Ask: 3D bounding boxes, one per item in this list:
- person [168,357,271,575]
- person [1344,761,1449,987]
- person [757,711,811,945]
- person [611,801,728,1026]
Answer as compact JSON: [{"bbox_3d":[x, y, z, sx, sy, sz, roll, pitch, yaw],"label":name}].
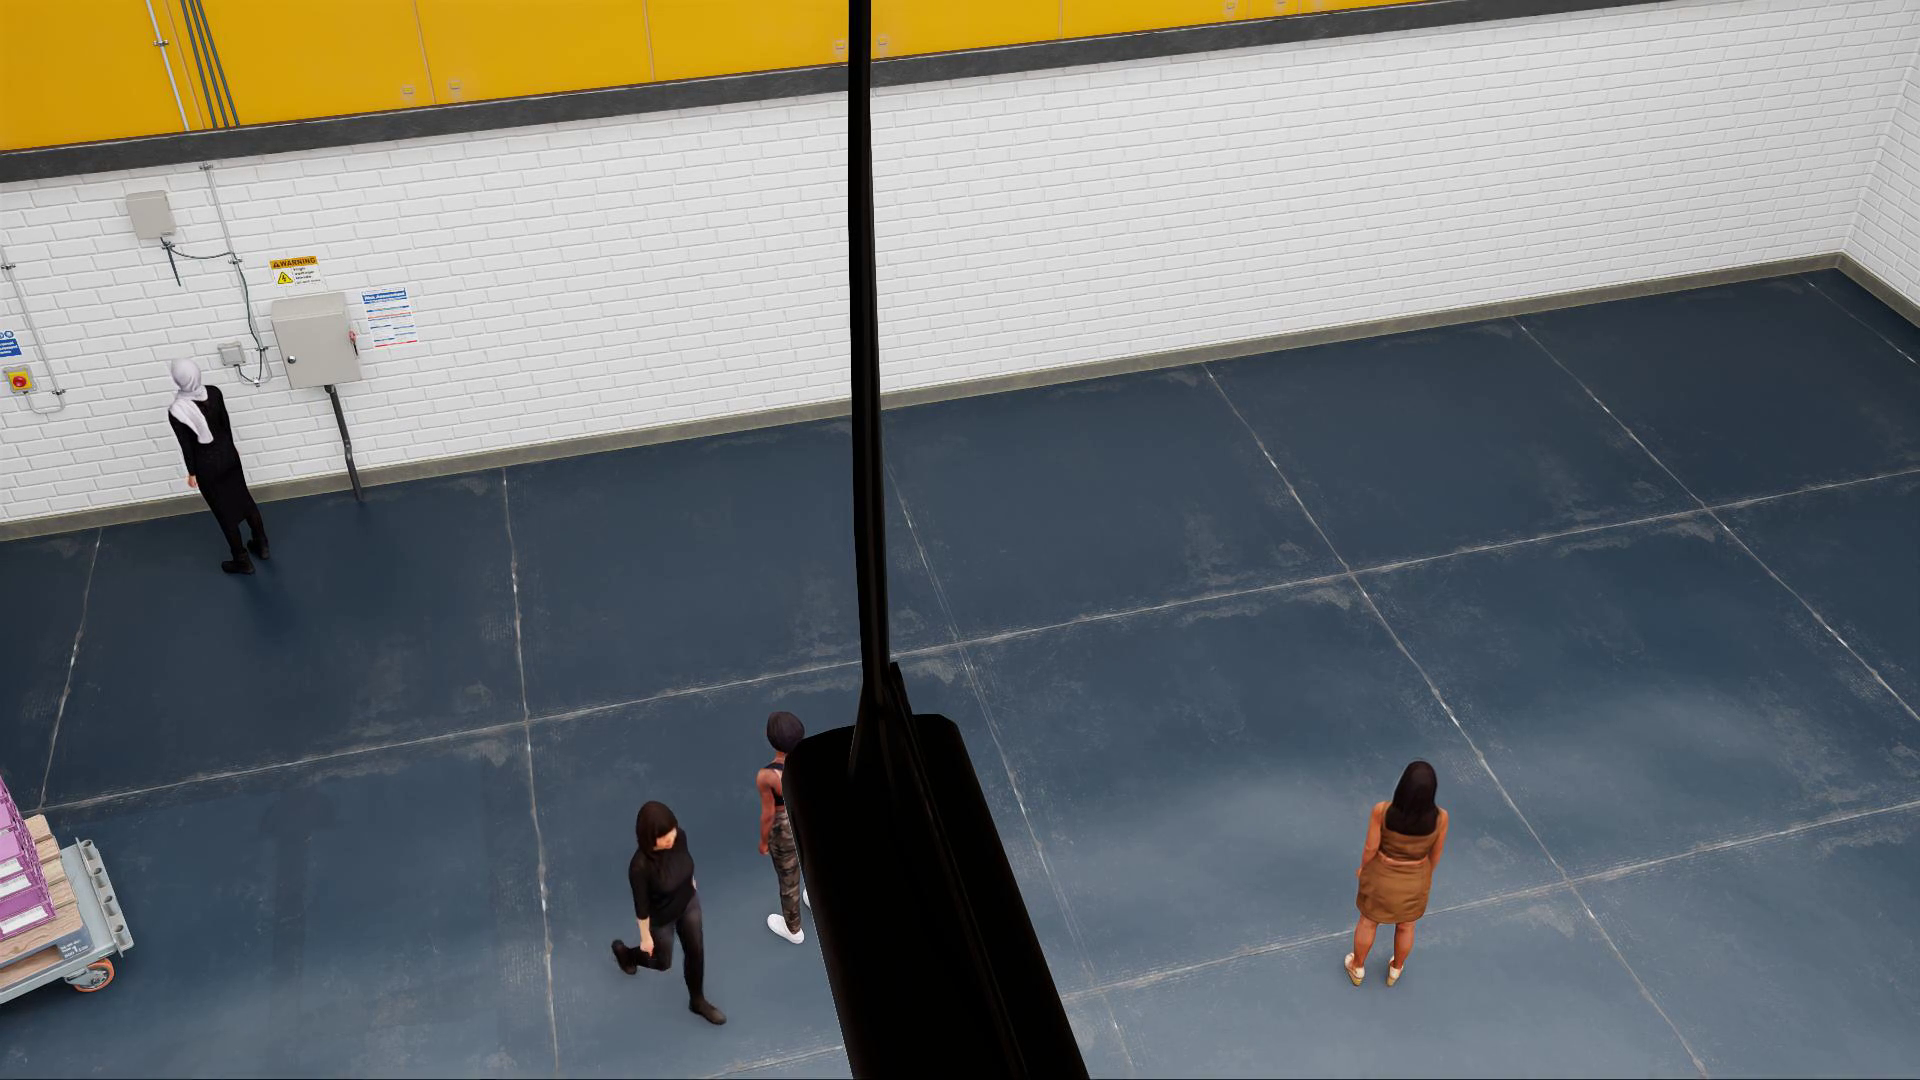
[{"bbox_3d":[-5.256,-0.527,11.772,0.742,1.779,0.664,16,41,19],"label":"person"},{"bbox_3d":[2.339,1.809,8.919,0.620,1.690,0.609,3,39,4],"label":"person"},{"bbox_3d":[-0.920,1.581,9.196,0.660,1.700,0.674,-30,48,-32],"label":"person"},{"bbox_3d":[-1.599,1.937,8.811,1.021,1.624,0.921,24,45,27],"label":"person"}]
